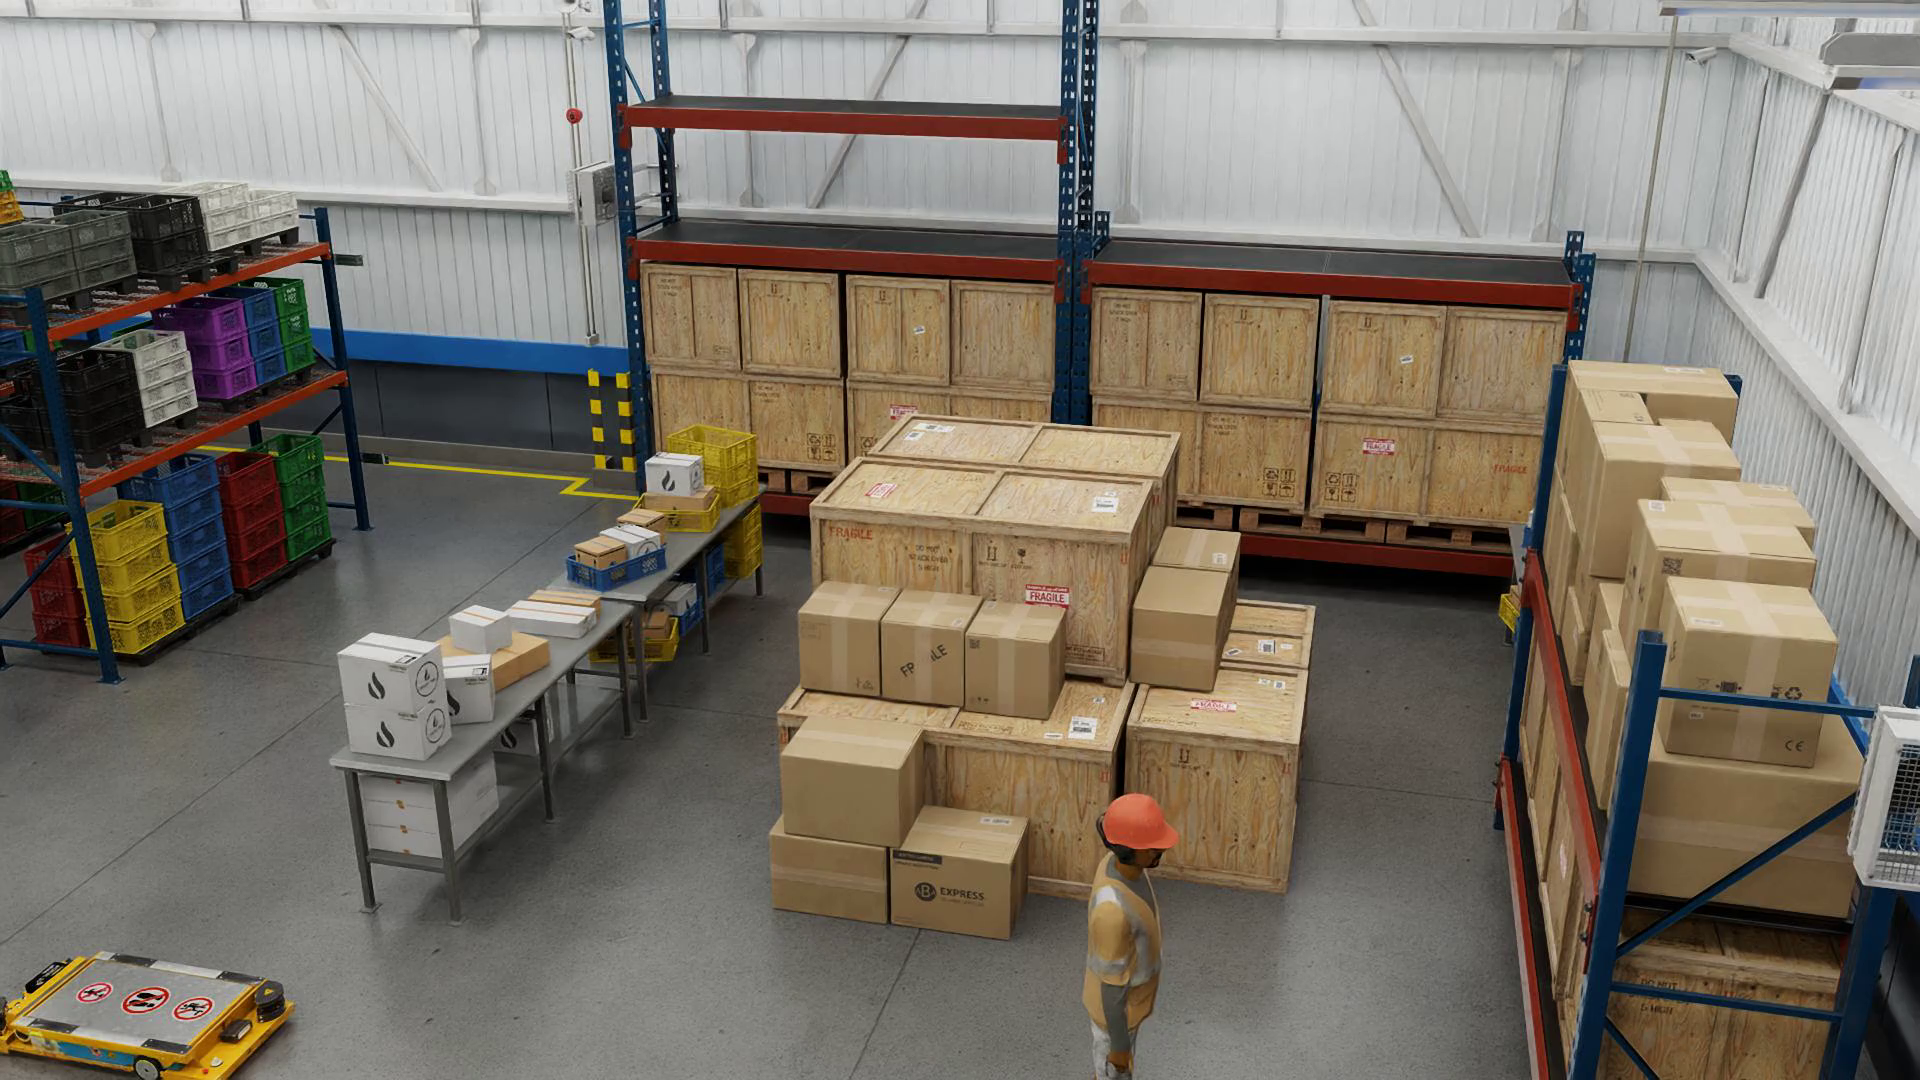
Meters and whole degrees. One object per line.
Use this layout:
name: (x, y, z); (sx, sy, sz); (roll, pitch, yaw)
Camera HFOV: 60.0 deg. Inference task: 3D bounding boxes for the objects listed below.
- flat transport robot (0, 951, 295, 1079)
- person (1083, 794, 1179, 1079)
flat transport robot: (-4.270, 2.464, 8.601); (1.431, 0.231, 0.659); (5, 22, 13)
person: (0.730, 2.018, 7.284); (0.374, 2.045, 0.604); (4, 21, 10)
